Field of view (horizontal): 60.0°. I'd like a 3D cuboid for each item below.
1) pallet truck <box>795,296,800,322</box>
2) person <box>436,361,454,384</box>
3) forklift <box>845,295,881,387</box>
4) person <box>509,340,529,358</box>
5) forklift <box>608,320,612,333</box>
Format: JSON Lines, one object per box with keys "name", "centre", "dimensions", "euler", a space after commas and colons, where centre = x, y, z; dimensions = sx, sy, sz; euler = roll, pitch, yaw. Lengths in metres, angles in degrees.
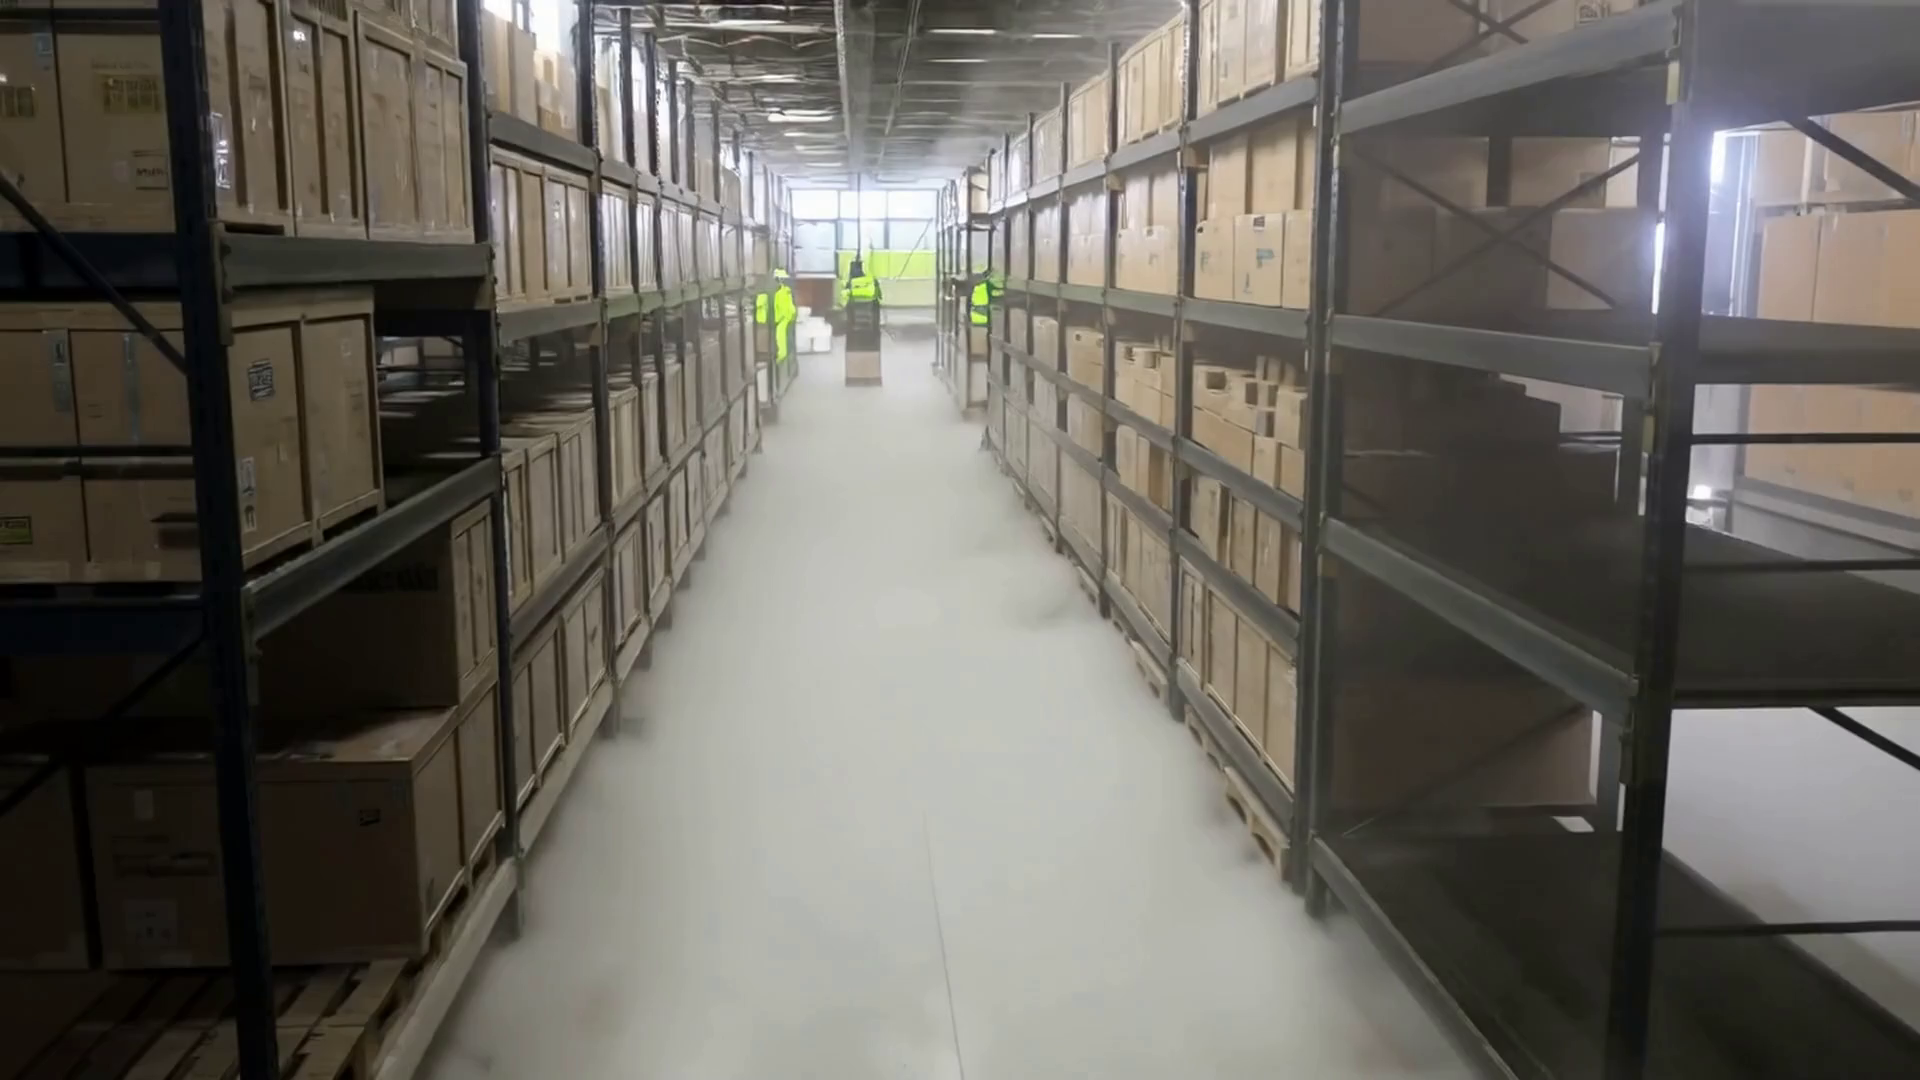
{"name": "pallet truck", "centre": [-8.622, -12.439, 91.403], "dimensions": [1.885, 1.965, 0.823], "euler": [2, 10, 13]}
{"name": "person", "centre": [-11.673, -3.248, 37.654], "dimensions": [0.718, 1.610, 0.502], "euler": [5, 11, 25]}
{"name": "forklift", "centre": [-3.007, -6.173, 51.341], "dimensions": [1.129, 2.768, 1.873], "euler": [-1, 10, -4]}
{"name": "person", "centre": [-10.270, -3.653, 38.888], "dimensions": [0.643, 2.013, 0.658], "euler": [-1, 10, -5]}
{"name": "forklift", "centre": [-10.102, -5.819, 49.225], "dimensions": [1.129, 2.768, 1.873], "euler": [4, 10, 21]}
